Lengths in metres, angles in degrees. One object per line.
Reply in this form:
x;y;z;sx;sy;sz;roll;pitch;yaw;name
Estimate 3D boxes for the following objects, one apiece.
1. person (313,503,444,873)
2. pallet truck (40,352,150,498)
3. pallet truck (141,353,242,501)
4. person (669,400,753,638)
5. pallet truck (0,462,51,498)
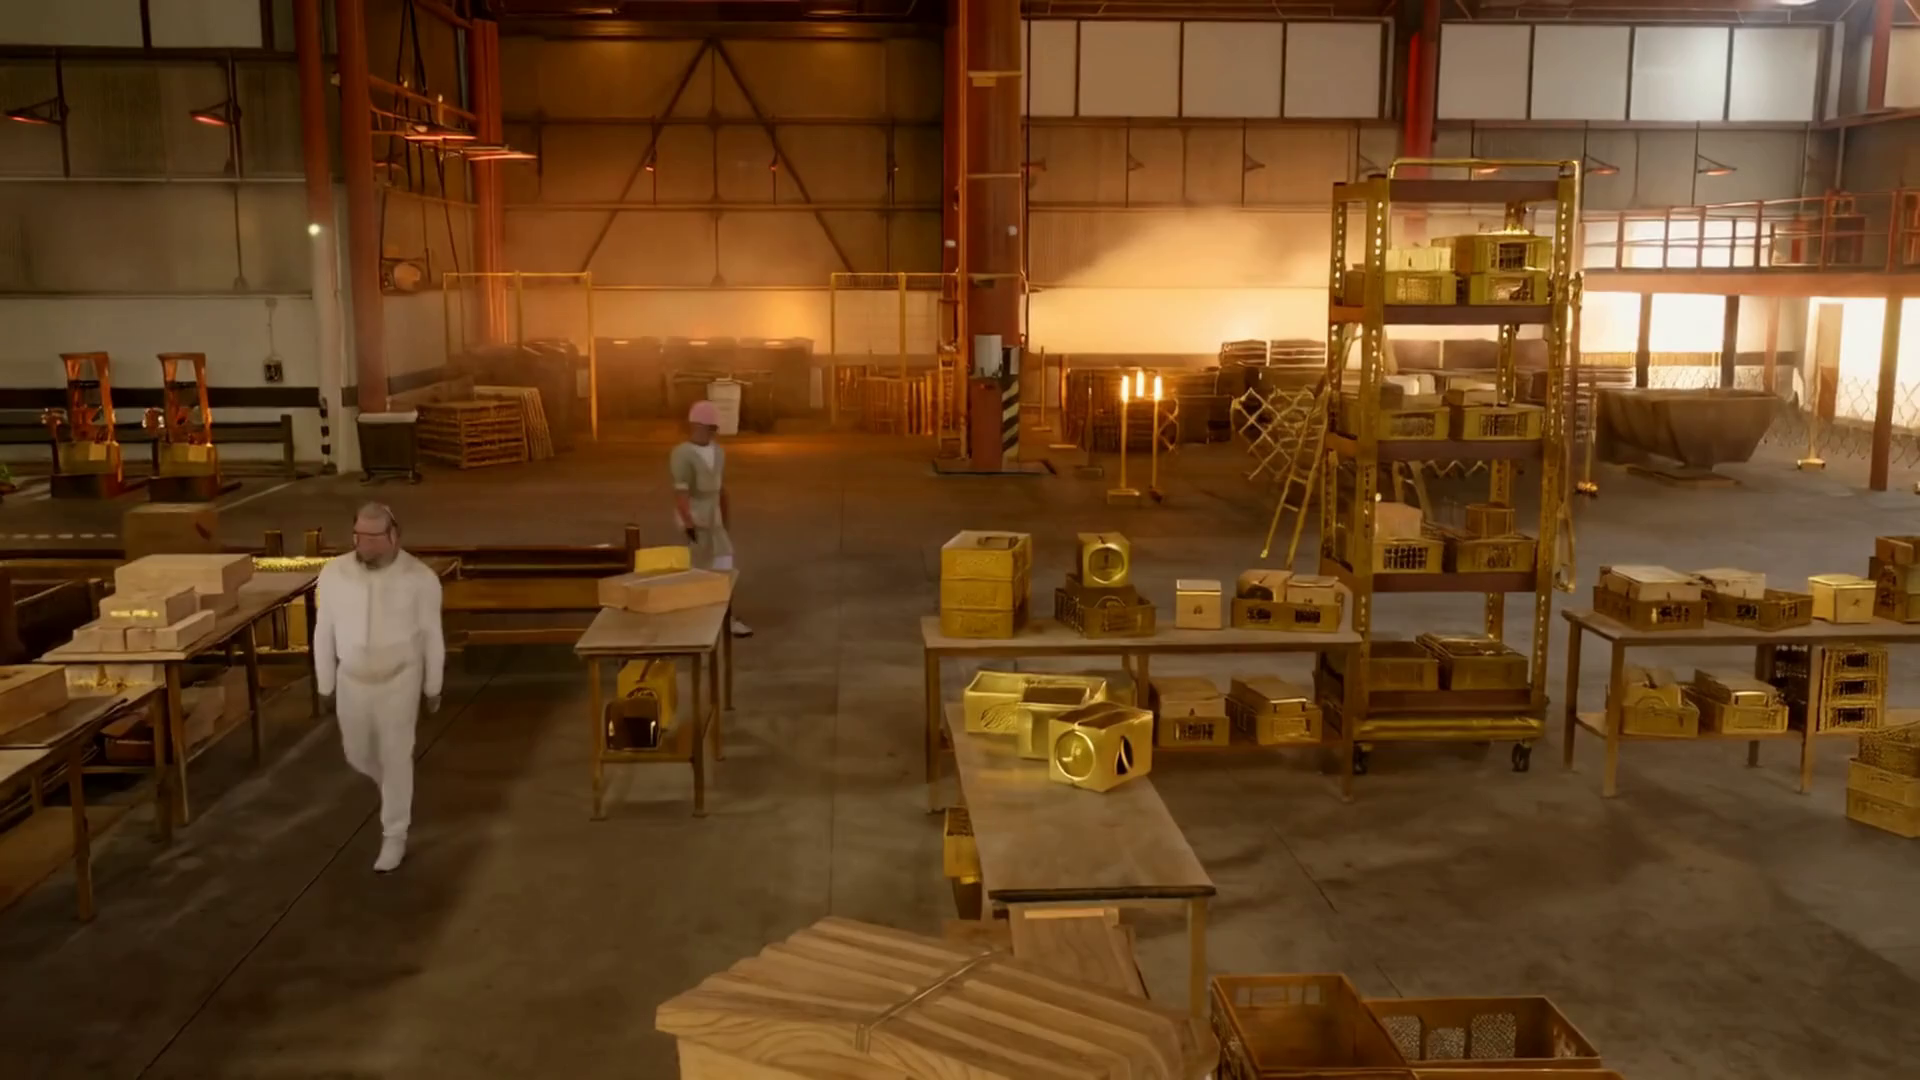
-3.022;0.717;8.730;0.638;1.880;0.790;0;9;1;person
-11.907;-1.642;23.165;0.823;1.965;1.885;0;9;0;pallet truck
-10.520;-1.604;22.925;0.823;1.965;1.885;-1;9;-6;pallet truck
-2.214;-0.188;14.027;0.960;2.006;0.611;7;11;37;person
-13.193;-1.293;23.148;0.653;1.274;1.630;-1;9;-4;pallet truck
